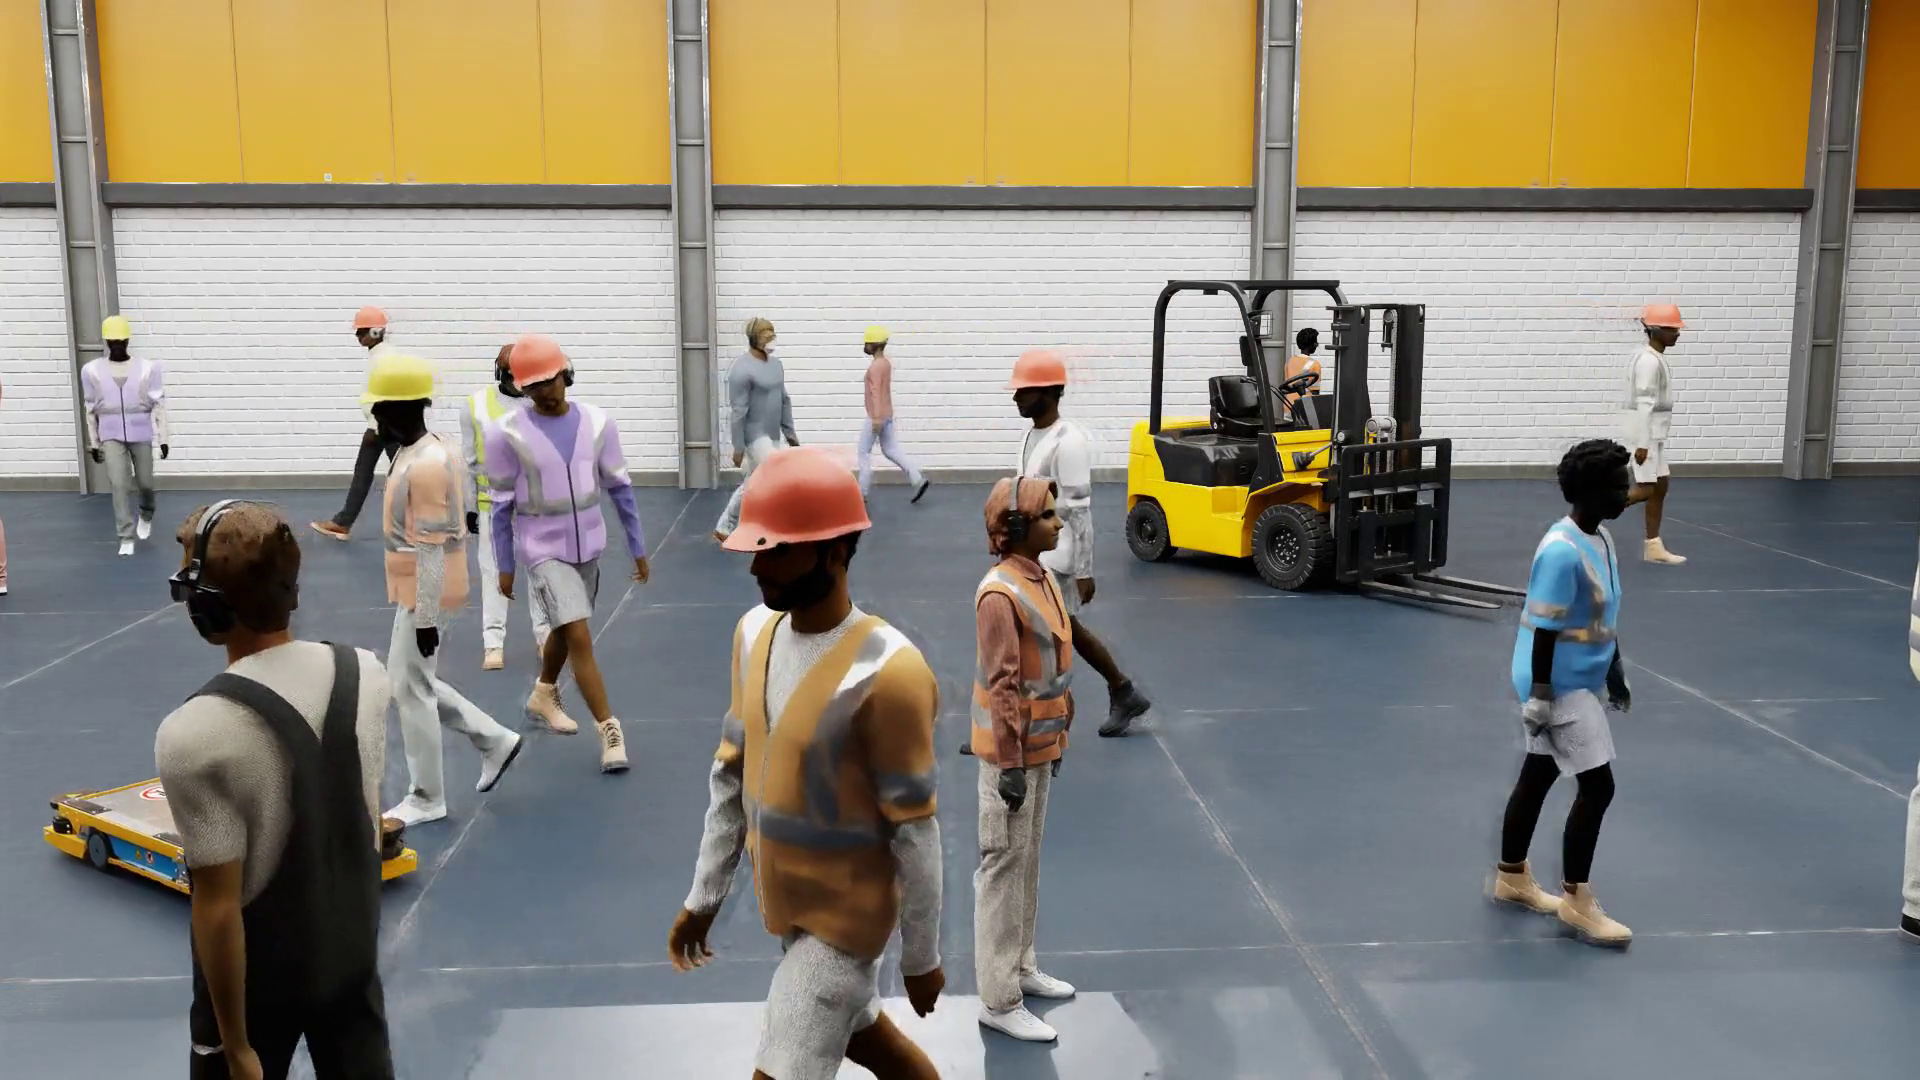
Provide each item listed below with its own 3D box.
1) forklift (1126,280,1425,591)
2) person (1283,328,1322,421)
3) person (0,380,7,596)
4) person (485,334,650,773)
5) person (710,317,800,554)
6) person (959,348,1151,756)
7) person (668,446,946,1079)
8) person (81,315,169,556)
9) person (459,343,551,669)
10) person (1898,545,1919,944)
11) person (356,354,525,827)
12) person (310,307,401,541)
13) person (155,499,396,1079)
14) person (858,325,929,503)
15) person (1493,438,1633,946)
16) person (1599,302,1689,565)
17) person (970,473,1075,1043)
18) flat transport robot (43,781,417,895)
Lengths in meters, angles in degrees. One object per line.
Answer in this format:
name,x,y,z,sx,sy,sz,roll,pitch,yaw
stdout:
forklift,2.301,-0.860,12.475,1.214,2.155,2.313,-6,11,-35
person,3.476,-1.306,16.863,0.321,1.689,0.530,-4,10,-25
person,-6.752,-0.520,11.243,0.409,1.906,0.651,0,9,3
person,-1.821,0.033,7.635,0.698,1.961,1.084,-7,12,-38
person,-1.586,-0.789,12.961,0.991,1.904,0.628,3,10,20
person,0.485,0.049,7.774,0.978,1.900,0.557,-3,10,-18
person,-0.248,0.735,3.454,1.029,1.892,0.541,-7,11,-37
person,-6.710,-0.860,13.412,0.594,1.902,0.808,-4,10,-23
person,-2.496,-0.192,9.412,0.621,1.838,0.429,-4,10,-21
person,3.346,0.437,5.462,0.404,1.830,0.601,9,13,43
person,-2.117,0.204,6.693,0.541,1.907,0.604,-4,10,-21
person,-4.861,-0.942,13.754,1.004,1.939,0.628,-6,11,-32
person,-1.182,0.826,3.085,0.833,1.825,0.509,5,11,31
person,-0.731,-1.211,16.108,0.807,1.739,0.527,2,9,13
person,2.104,0.495,5.575,0.623,1.673,0.551,5,10,29
person,5.181,-0.811,12.739,0.768,2.023,0.612,5,10,27
person,0.180,0.622,4.896,0.307,1.645,0.513,2,9,14
flat transport robot,-2.750,1.095,6.219,1.431,0.197,0.652,7,11,35
